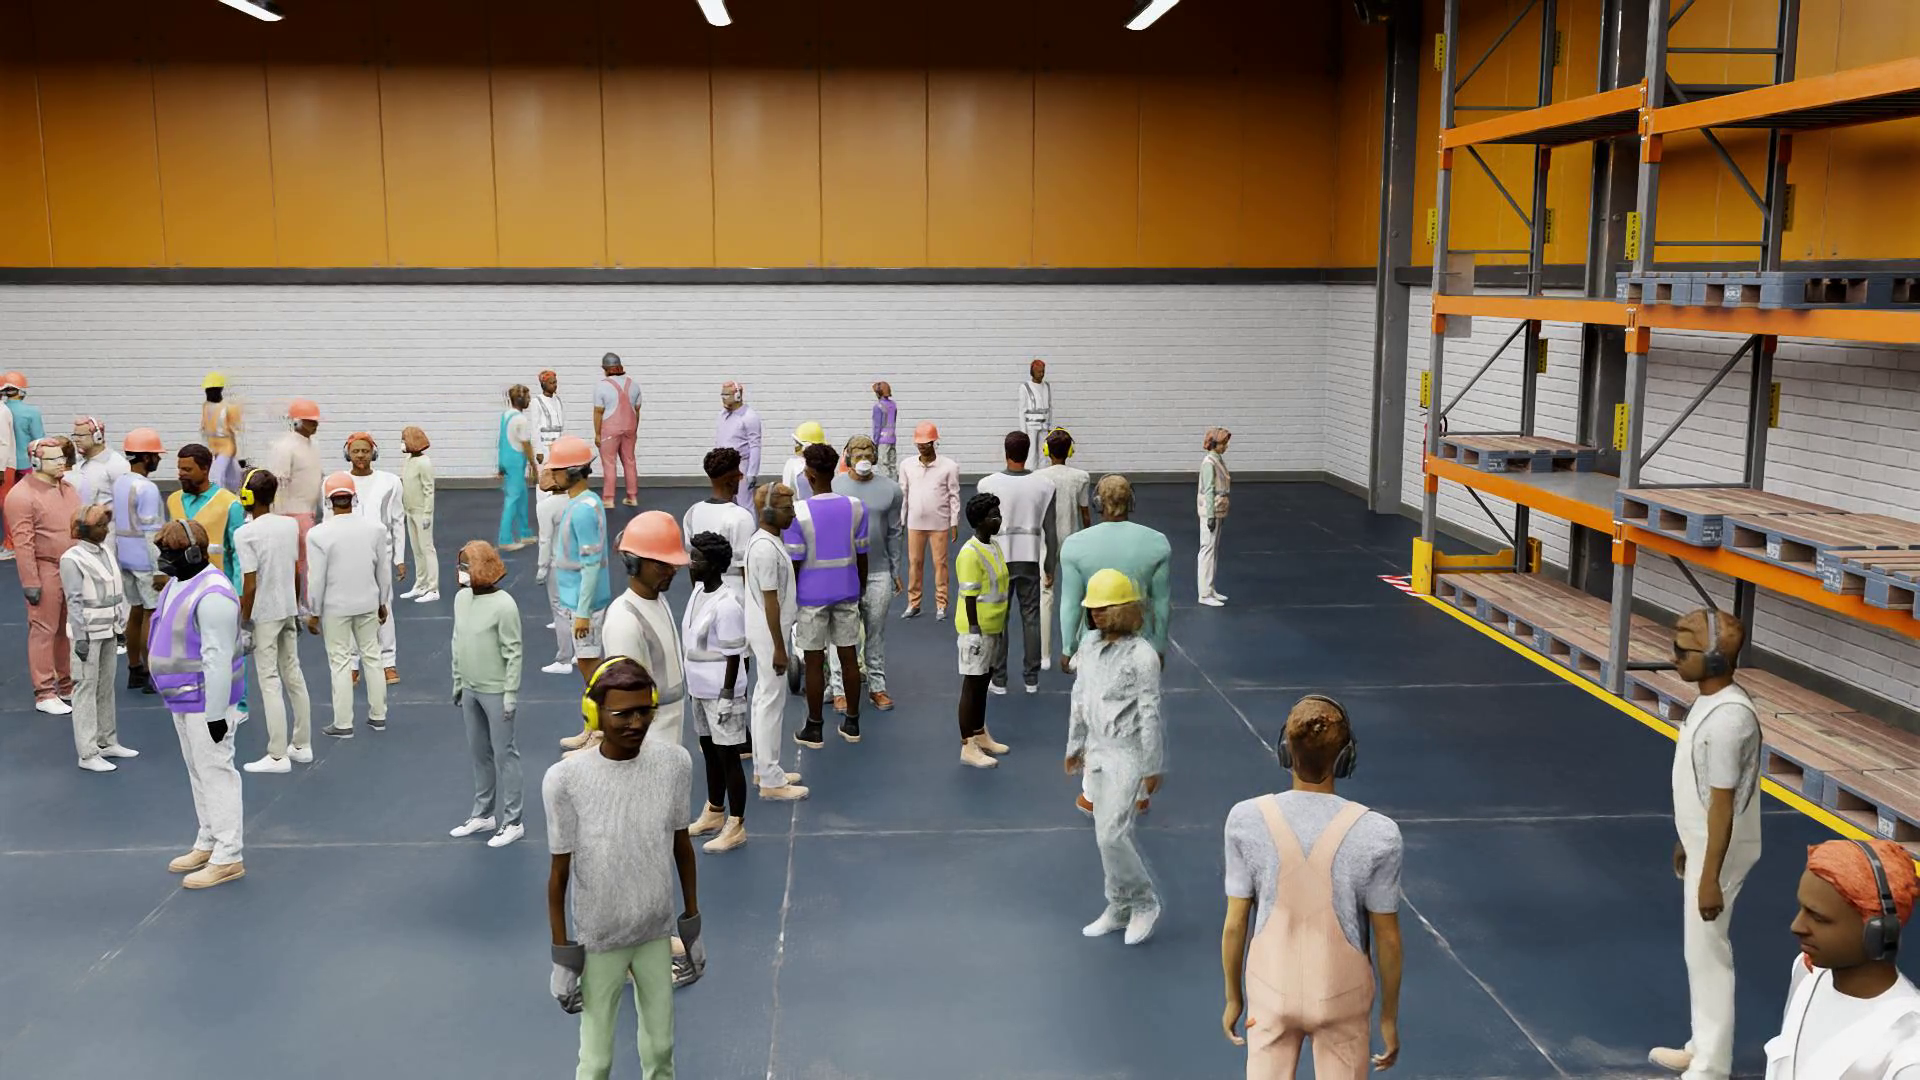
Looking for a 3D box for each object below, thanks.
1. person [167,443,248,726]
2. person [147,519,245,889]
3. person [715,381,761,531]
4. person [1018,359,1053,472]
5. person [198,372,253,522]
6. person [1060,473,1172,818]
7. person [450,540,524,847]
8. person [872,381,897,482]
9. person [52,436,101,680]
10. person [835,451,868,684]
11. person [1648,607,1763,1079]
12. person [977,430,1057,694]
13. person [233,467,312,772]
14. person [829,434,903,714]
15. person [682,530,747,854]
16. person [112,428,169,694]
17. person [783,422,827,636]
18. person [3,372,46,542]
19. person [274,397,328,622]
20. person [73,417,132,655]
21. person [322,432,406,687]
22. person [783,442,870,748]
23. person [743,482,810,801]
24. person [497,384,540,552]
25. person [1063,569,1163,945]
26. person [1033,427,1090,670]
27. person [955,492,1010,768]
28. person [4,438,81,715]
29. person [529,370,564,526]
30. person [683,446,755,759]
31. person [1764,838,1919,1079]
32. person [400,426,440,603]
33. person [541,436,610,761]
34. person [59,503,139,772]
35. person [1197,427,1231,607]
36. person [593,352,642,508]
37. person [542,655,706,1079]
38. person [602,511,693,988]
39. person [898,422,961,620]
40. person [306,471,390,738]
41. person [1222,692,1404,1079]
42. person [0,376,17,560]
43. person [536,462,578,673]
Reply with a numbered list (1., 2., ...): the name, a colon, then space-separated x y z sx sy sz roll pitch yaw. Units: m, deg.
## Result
1. person: -5.019 0.303 11.137 0.590 1.918 0.389 3 10 20
2. person: -3.796 0.800 8.297 0.429 1.837 0.624 -8 12 -39
3. person: -2.401 -0.737 17.710 0.652 1.906 0.402 9 13 44
4. person: 1.051 -1.539 22.844 0.585 1.879 0.367 -8 12 -41
5. person: -8.860 -1.090 20.044 0.597 1.878 1.018 7 11 36
6. person: 0.859 0.591 9.272 0.627 1.938 0.372 -1 9 -6
7. person: -2.528 0.808 8.858 0.507 1.633 0.278 7 11 36
8. person: -0.995 -1.270 21.891 0.310 1.639 0.514 5 10 26
9. person: -6.658 0.135 12.466 0.346 1.836 0.518 3 10 19
10. person: -0.756 0.197 12.353 0.340 1.741 0.565 -1 9 -4
11. person: 2.728 1.153 6.074 0.346 1.838 0.517 3 10 20
12. person: 0.408 0.168 12.024 0.590 1.912 0.394 -2 9 -10
13. person: -4.213 0.488 10.127 0.335 1.873 0.520 3 10 19
14. person: -0.684 0.231 11.530 0.631 1.940 0.372 -3 10 -21
15. person: -1.299 0.790 8.773 0.318 1.697 0.535 -5 11 -31
16. person: -5.896 0.148 12.082 0.564 1.929 0.386 8 12 42
17. person: -1.253 -0.066 13.755 0.404 1.823 0.590 -3 10 -20
18. person: -10.108 -0.812 17.904 0.613 1.993 0.388 0 9 1
19. person: -5.626 -0.257 14.470 0.751 1.963 0.639 0 9 1
20. person: -6.877 -0.028 13.255 0.651 1.907 0.409 4 10 22
21. person: -4.386 0.141 12.267 0.574 1.885 0.356 -3 10 -20
22. person: -0.863 0.353 10.672 0.602 1.967 0.366 -5 10 -28
23. person: -1.074 0.581 9.628 0.345 1.844 0.508 -2 9 -13
24. person: -4.821 -0.793 18.295 0.749 1.824 0.564 -8 12 -42
25. person: 0.688 0.979 7.501 0.393 1.733 0.499 -6 11 -31
26. person: 0.753 0.068 12.769 0.513 1.872 0.328 -1 9 -4
27. person: 0.141 0.546 10.308 0.318 1.697 0.533 3 9 17
28. person: -6.281 0.241 11.568 0.410 1.909 0.643 1 9 5
29. person: -4.951 -1.104 20.089 0.356 1.883 0.574 3 10 18
30. person: -1.461 0.390 10.440 0.604 1.966 0.367 8 12 40
31. person: 1.876 1.537 3.539 0.351 1.878 0.569 1 9 7
32. person: -5.038 -0.242 15.449 0.278 1.633 0.507 -8 12 -41
33. person: -2.371 0.371 10.327 0.392 2.039 0.615 -2 9 -13
34. person: -5.308 0.590 10.220 0.310 1.637 0.514 0 9 -1
35. person: 2.328 -0.219 15.291 0.306 1.640 0.523 3 9 16
36. person: -4.519 -1.445 21.730 0.683 2.000 0.535 -9 13 -44
37. person: -1.050 1.270 5.260 0.509 1.862 0.328 -6 11 -33
38. person: -1.308 0.882 7.134 0.379 2.035 0.615 0 9 1
39. person: -0.285 -0.163 14.583 0.573 1.749 0.343 2 9 14
40. person: -4.032 0.420 10.938 0.337 1.743 0.575 8 12 40
41. person: 1.015 1.346 4.817 0.514 1.845 0.338 3 10 18
42. person: -10.248 -0.790 17.759 0.376 1.995 0.608 -5 11 -31
43. person: -3.034 0.201 12.671 0.279 1.632 0.502 5 10 28
